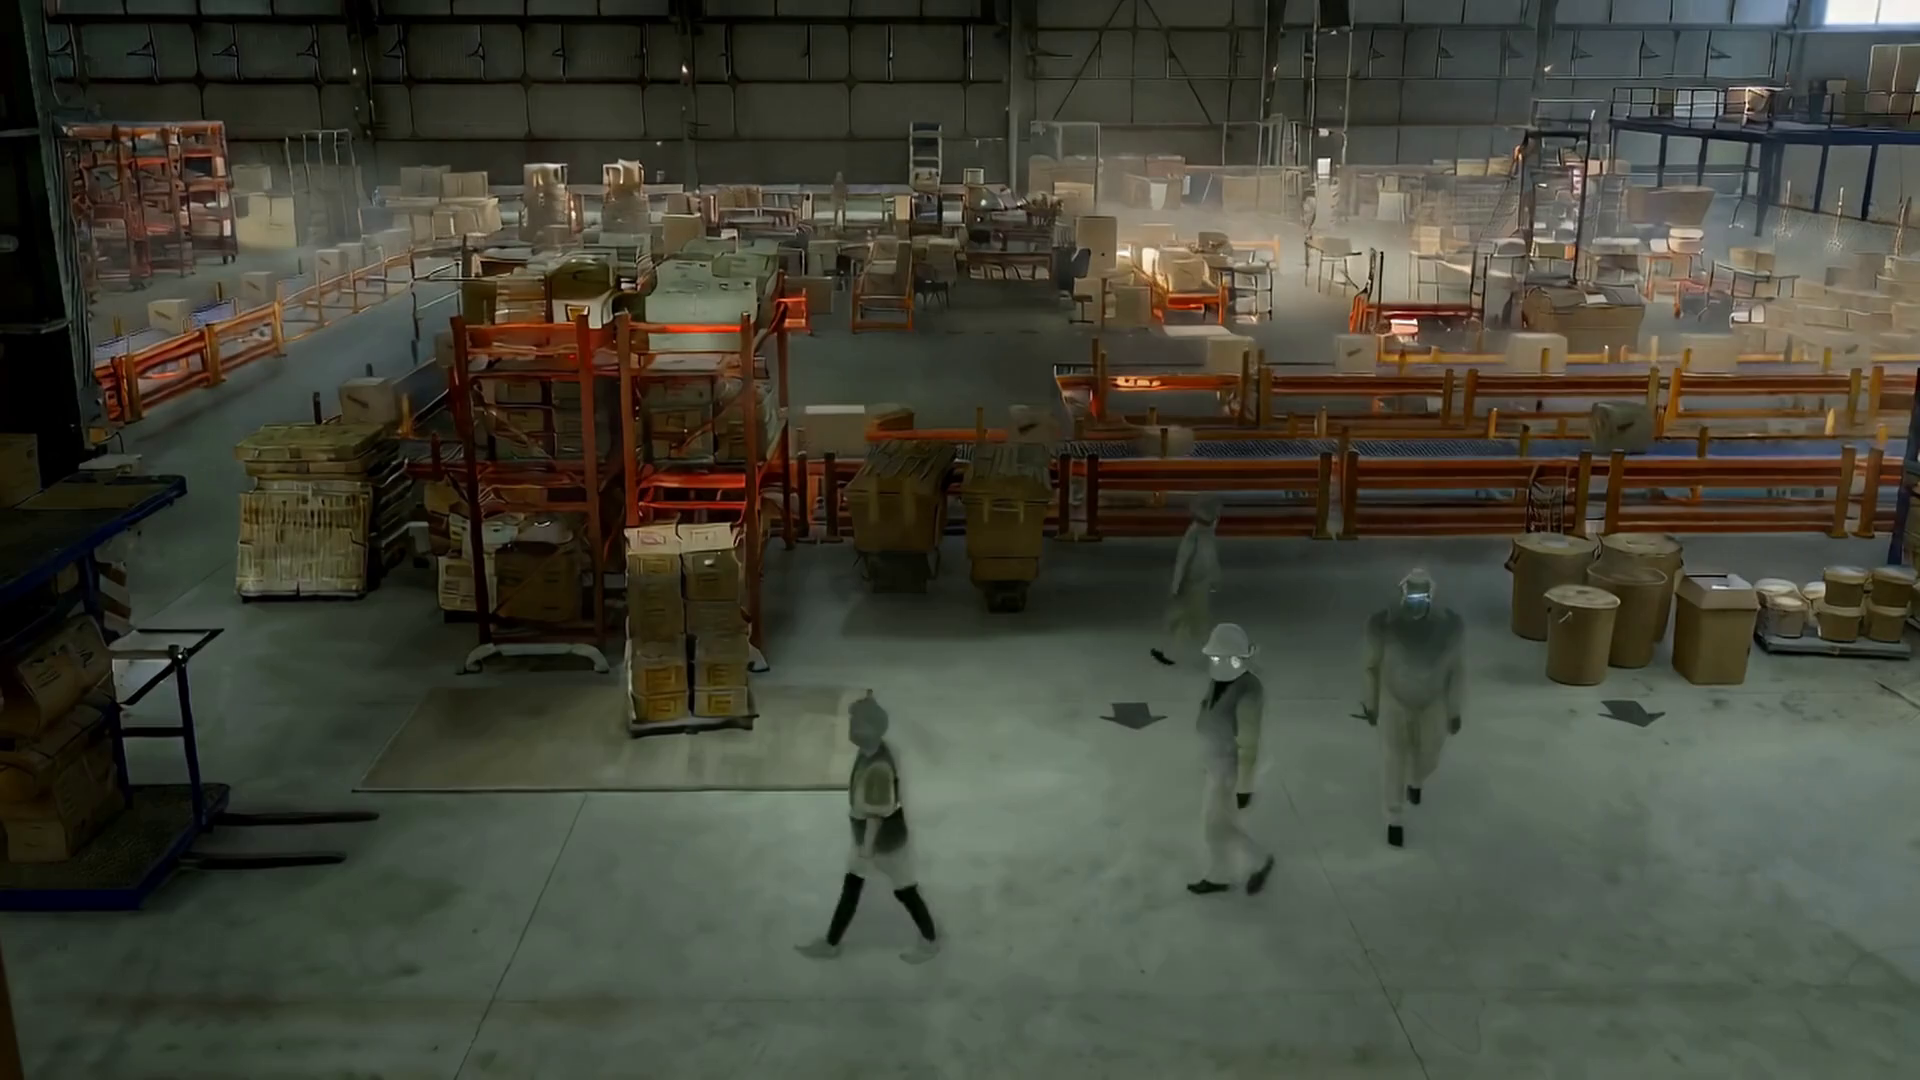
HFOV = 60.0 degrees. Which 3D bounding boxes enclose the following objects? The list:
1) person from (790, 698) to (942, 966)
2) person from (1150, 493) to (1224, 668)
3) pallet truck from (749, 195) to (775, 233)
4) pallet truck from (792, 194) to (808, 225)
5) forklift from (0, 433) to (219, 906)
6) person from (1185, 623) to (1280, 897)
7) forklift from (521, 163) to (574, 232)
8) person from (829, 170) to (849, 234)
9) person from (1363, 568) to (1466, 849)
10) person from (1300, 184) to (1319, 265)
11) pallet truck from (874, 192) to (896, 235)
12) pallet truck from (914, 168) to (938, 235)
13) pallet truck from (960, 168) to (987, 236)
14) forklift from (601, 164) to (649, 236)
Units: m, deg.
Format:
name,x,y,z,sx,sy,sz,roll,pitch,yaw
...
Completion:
name,x,y,z,sx,sy,sz,roll,pitch,yaw
person,-0.506,1.680,9.421,0.890,1.643,0.543,-3,16,-11
person,1.990,0.368,14.091,0.878,1.585,0.532,8,18,27
pallet truck,-6.051,-9.967,50.660,0.680,1.201,1.601,0,16,-1
pallet truck,-4.814,-9.883,50.259,0.704,1.261,1.522,-1,16,-3
forklift,-5.952,0.780,10.366,1.873,2.768,1.129,0,16,-1
person,1.678,1.373,10.196,0.470,1.812,0.609,-2,16,-8
forklift,-12.233,-10.122,49.298,1.157,1.987,2.680,0,16,-1
person,-3.661,-10.212,50.304,0.639,1.910,0.407,-7,17,-23
person,3.012,1.074,11.104,0.659,1.891,0.642,3,16,9
person,8.975,-8.119,42.787,0.391,2.040,0.615,10,19,31
pallet truck,-2.277,-9.986,50.594,0.653,1.274,1.630,0,16,-1
pallet truck,-0.989,-10.316,50.507,0.823,1.965,1.885,1,16,3
pallet truck,0.383,-10.230,50.206,0.823,1.965,1.885,-1,16,-3
forklift,-9.948,-10.127,49.296,1.157,1.987,2.680,-1,16,-3
